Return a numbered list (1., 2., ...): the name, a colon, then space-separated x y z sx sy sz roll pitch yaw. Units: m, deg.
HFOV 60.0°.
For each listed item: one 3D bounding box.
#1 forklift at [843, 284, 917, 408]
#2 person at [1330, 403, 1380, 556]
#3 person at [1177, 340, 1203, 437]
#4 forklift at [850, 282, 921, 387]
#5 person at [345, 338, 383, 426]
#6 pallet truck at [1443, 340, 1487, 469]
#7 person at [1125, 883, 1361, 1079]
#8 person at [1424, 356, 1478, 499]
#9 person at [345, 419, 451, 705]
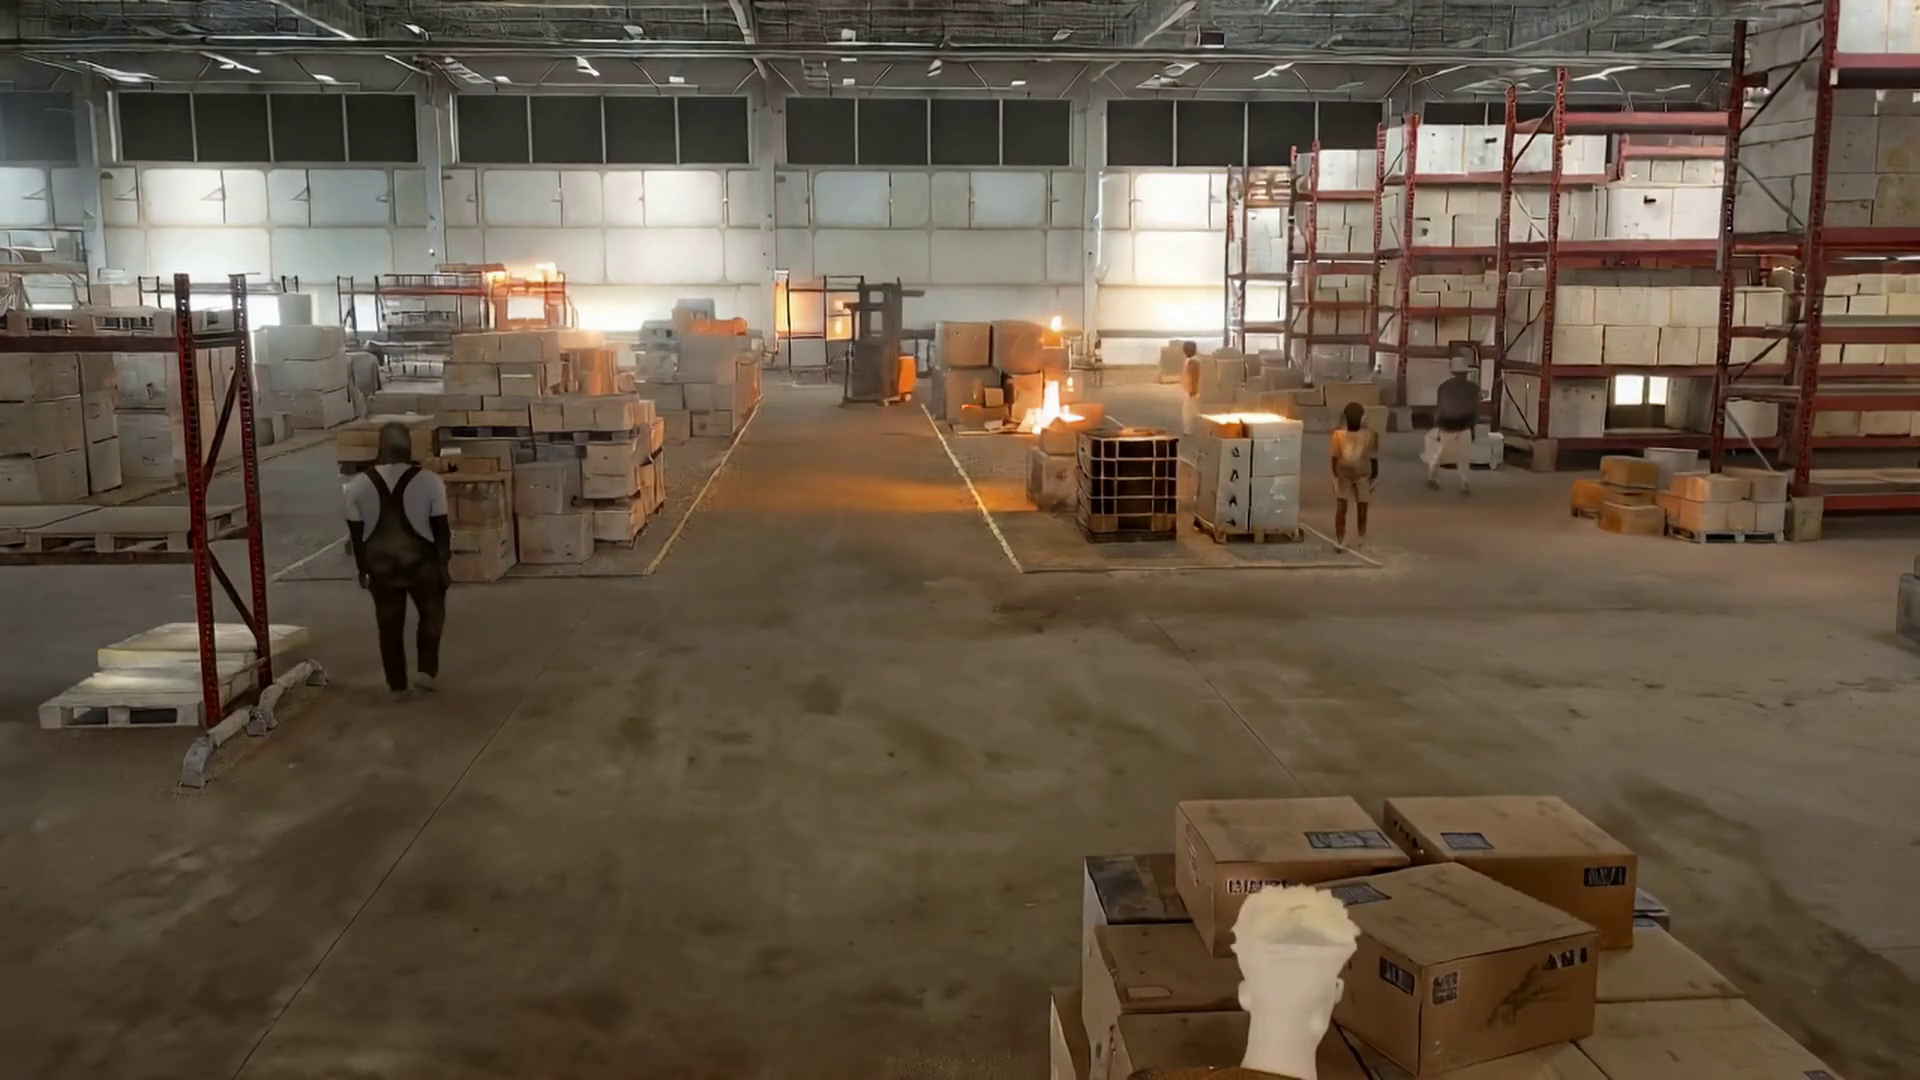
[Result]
1. forklift: -1.820 -4.515 38.378 1.129 2.768 1.873 3 10 21
2. person: 4.272 -0.661 18.019 0.541 1.642 0.879 3 9 18
3. person: 4.342 -2.797 30.898 0.553 1.827 0.631 1 9 4
4. forklift: -2.030 -5.547 44.862 1.873 2.768 1.129 -1 9 -4
5. person: -10.375 -2.548 28.972 0.635 1.939 0.359 -7 11 -37
6. pallet truck: 8.004 -2.170 26.422 0.823 1.965 1.885 2 9 14
7. person: 0.561 1.581 3.033 0.620 1.953 0.393 3 10 19
8. person: 6.768 -1.571 22.849 0.666 1.949 0.938 -1 9 -8
9. person: -3.939 0.143 11.758 0.706 2.000 0.538 -1 9 -5
